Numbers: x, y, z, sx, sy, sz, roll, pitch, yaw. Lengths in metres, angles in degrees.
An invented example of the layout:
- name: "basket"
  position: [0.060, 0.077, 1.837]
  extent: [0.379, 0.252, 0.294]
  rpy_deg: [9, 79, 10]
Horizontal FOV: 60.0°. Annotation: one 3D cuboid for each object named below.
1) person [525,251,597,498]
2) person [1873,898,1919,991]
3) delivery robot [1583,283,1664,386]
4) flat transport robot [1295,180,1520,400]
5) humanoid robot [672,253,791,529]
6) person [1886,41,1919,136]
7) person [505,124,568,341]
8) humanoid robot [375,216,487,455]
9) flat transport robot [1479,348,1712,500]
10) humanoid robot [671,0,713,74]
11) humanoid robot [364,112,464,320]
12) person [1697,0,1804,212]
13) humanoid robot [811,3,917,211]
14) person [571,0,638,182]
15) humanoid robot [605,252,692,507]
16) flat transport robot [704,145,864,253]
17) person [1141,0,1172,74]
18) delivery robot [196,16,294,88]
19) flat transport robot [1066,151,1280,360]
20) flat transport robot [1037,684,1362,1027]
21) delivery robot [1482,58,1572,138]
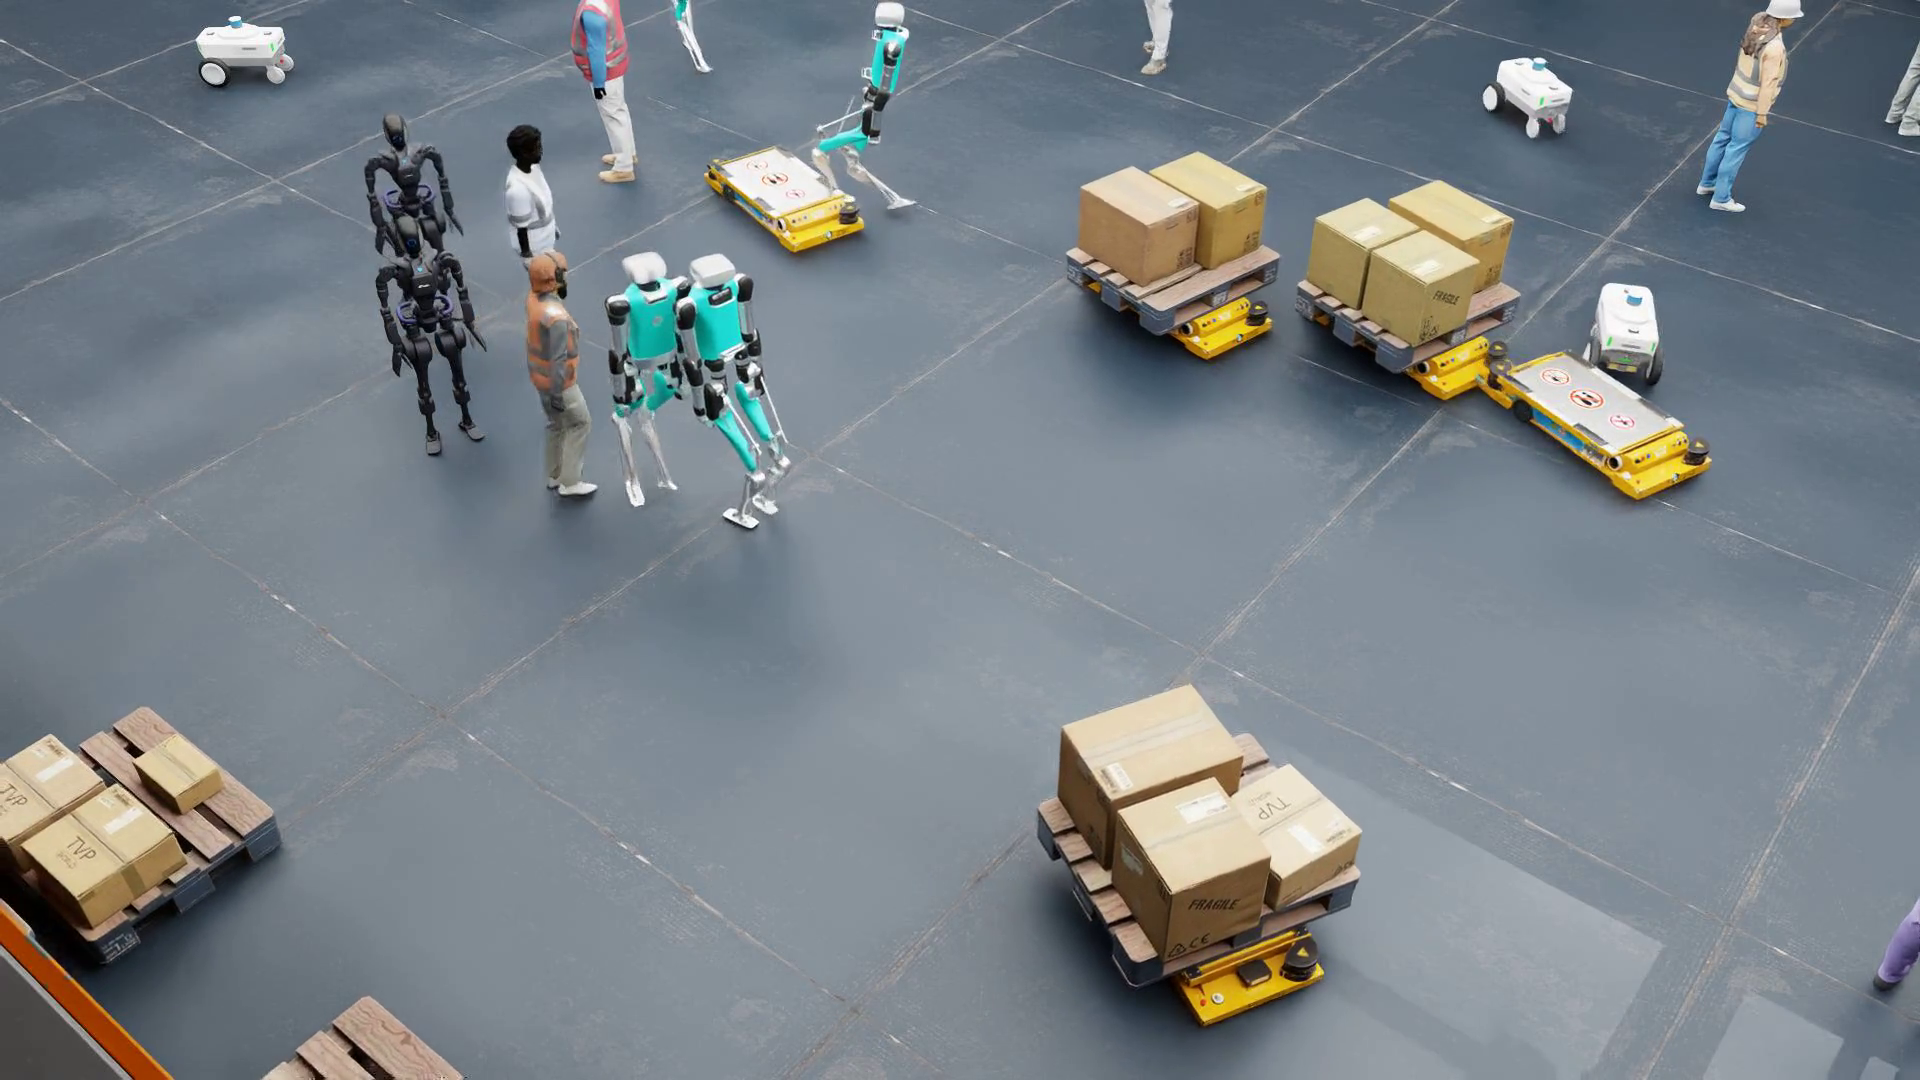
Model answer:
- name: "person"
  position: [-2.482, -1.007, 10.219]
  extent: [0.424, 1.603, 0.539]
  rpy_deg: [-23, 46, -25]
- name: "person"
  position: [4.447, 1.424, 7.188]
  extent: [0.389, 1.841, 0.562]
  rpy_deg: [-20, 44, -22]
- name: "delivery robot"
  position: [4.628, -1.433, 11.558]
  extent: [0.510, 0.614, 0.785]
  rpy_deg: [9, 41, 10]
- name: "flat transport robot"
  position: [3.155, -1.502, 11.845]
  extent: [0.659, 0.231, 1.431]
  rpy_deg: [-24, 46, -26]
- name: "humanoid robot"
  position: [-1.266, -0.820, 9.882]
  extent: [0.530, 1.747, 0.704]
  rpy_deg: [-33, 50, -33]
- name: "person"
  position: [8.259, -4.230, 13.925]
  extent: [0.321, 1.728, 0.490]
  rpy_deg: [-6, 41, -7]
- name: "person"
  position: [-2.884, -2.050, 11.390]
  extent: [0.367, 1.679, 0.536]
  rpy_deg: [-2, 40, -2]
- name: "humanoid robot"
  position: [-3.329, -1.307, 10.517]
  extent: [0.599, 1.657, 0.315]
  rpy_deg: [-20, 44, -22]
- name: "flat transport robot"
  position: [4.198, -0.812, 11.033]
  extent: [0.659, 0.231, 1.431]
  rpy_deg: [-20, 44, -22]
- name: "humanoid robot"
  position: [-2.469, -5.109, 14.942]
  extent: [0.540, 1.738, 0.964]
  rpy_deg: [-26, 47, -27]
- name: "humanoid robot"
  position: [-3.846, -2.287, 11.690]
  extent: [0.614, 1.645, 0.498]
  rpy_deg: [-19, 44, -21]
- name: "person"
  position: [6.154, -3.422, 12.976]
  extent: [0.371, 1.728, 0.496]
  rpy_deg: [-2, 40, -2]
- name: "humanoid robot"
  position: [-0.819, -3.269, 12.793]
  extent: [0.988, 1.716, 0.530]
  rpy_deg: [0, 40, 0]
- name: "person"
  position: [-2.861, -3.769, 13.310]
  extent: [0.431, 1.835, 0.627]
  rpy_deg: [-1, 40, -1]
- name: "humanoid robot"
  position: [-1.939, -1.020, 10.148]
  extent: [0.554, 1.785, 0.682]
  rpy_deg: [-25, 46, -26]
- name: "flat transport robot"
  position: [-1.427, -2.763, 13.329]
  extent: [0.659, 0.231, 1.431]
  rpy_deg: [-25, 46, -26]
- name: "person"
  position: [1.829, -5.152, 14.912]
  extent: [0.337, 1.870, 0.658]
  rpy_deg: [-3, 40, -3]
- name: "delivery robot"
  position: [-6.520, -4.436, 15.091]
  extent: [0.808, 0.614, 0.499]
  rpy_deg: [0, 40, 0]
- name: "flat transport robot"
  position: [1.547, -1.813, 12.210]
  extent: [0.659, 0.231, 1.431]
  rpy_deg: [-27, 47, -28]
- name: "flat transport robot"
  position: [1.114, 1.662, 8.123]
  extent: [0.659, 0.231, 1.431]
  rpy_deg: [-16, 43, -18]
- name: "delivery robot"
  position: [4.956, -3.888, 14.422]
  extent: [0.499, 0.582, 0.773]
  rpy_deg: [-12, 42, -14]
